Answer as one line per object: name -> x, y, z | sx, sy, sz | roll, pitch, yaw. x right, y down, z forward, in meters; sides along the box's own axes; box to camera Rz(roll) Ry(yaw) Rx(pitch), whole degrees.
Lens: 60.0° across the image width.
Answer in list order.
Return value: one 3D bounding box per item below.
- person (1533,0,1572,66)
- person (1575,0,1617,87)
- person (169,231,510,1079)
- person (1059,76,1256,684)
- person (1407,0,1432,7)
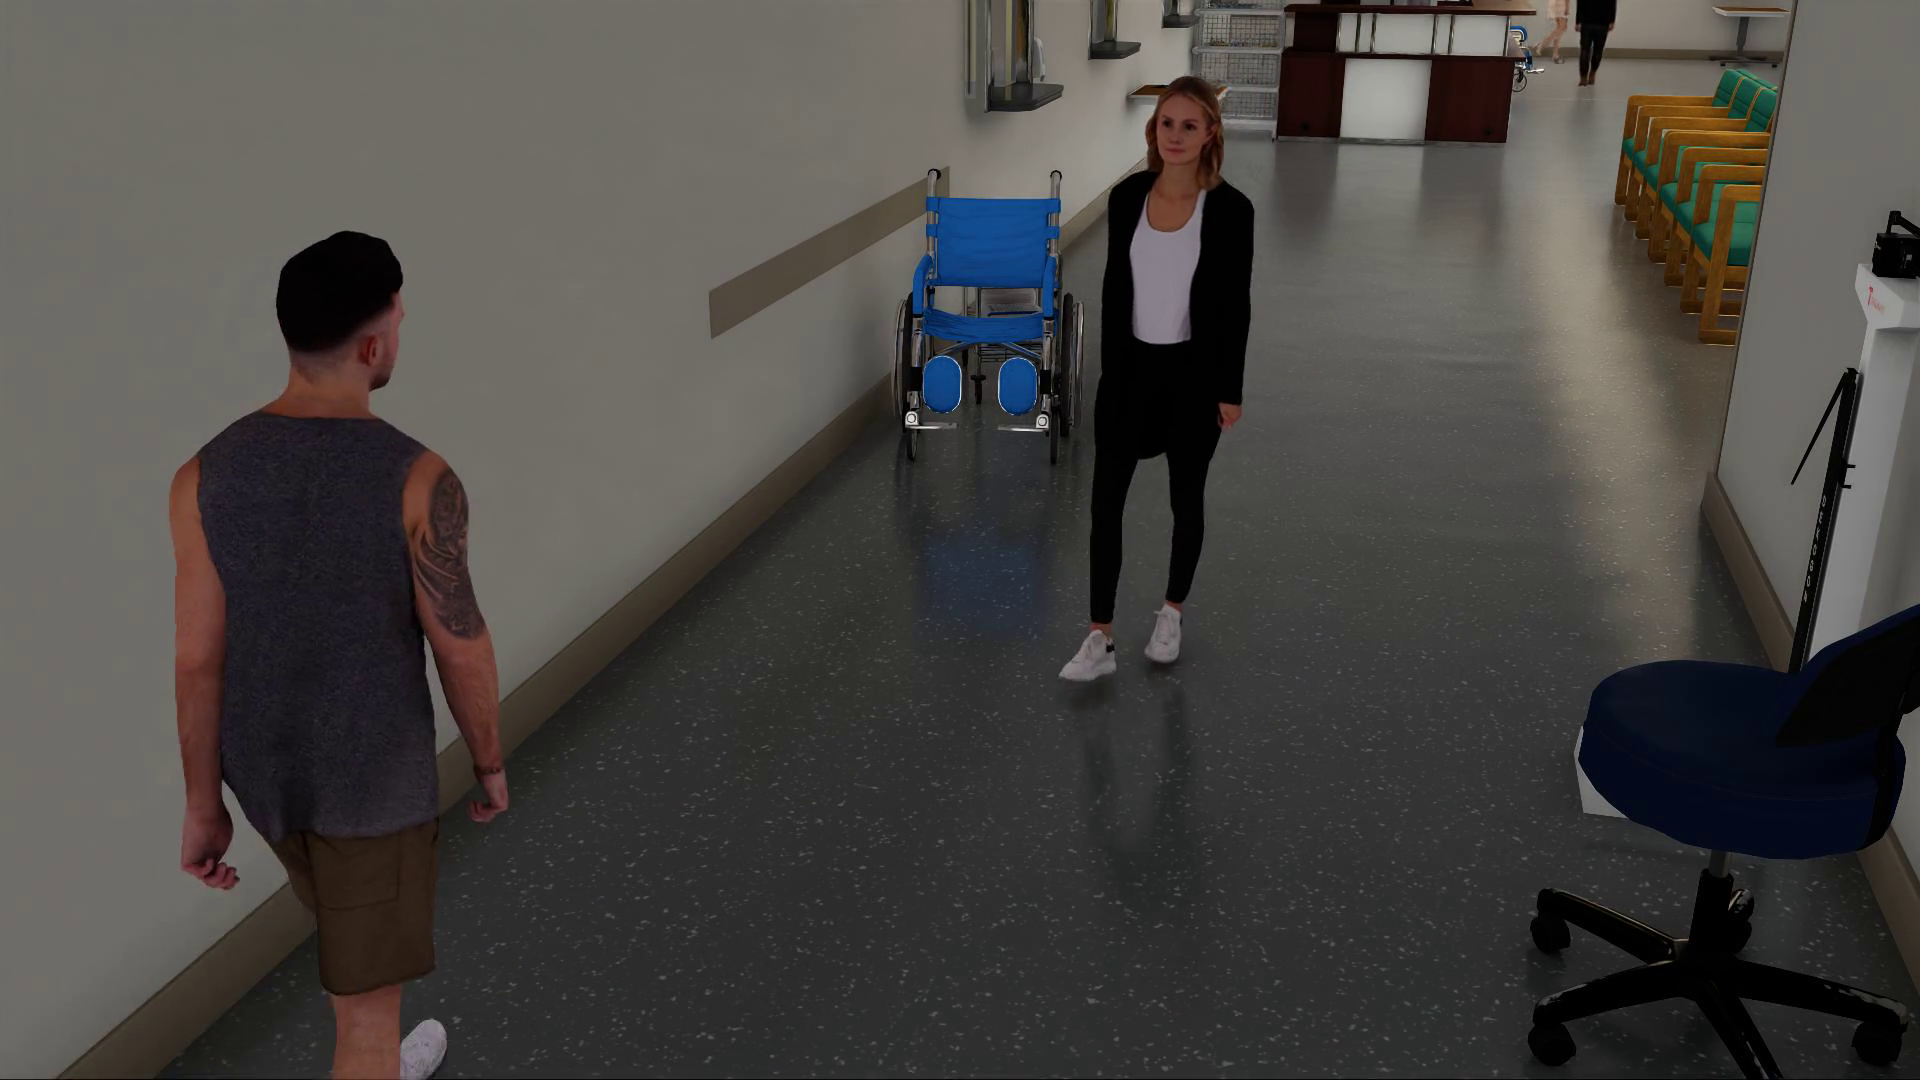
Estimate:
person -> 9.015, -8.095, 25.232 | 0.898, 1.724, 0.795 | -7, 22, -17
person -> 8.483, -6.932, 22.188 | 1.022, 1.706, 0.793 | 8, 22, 20
person -> -1.074, 0.446, 2.759 | 0.961, 1.797, 0.840 | -2, 21, -4
person -> 0.656, -0.476, 5.032 | 0.829, 1.784, 0.774 | 10, 23, 24
person -> 5.513, -6.226, 20.136 | 0.559, 1.840, 0.669 | 8, 22, 20
